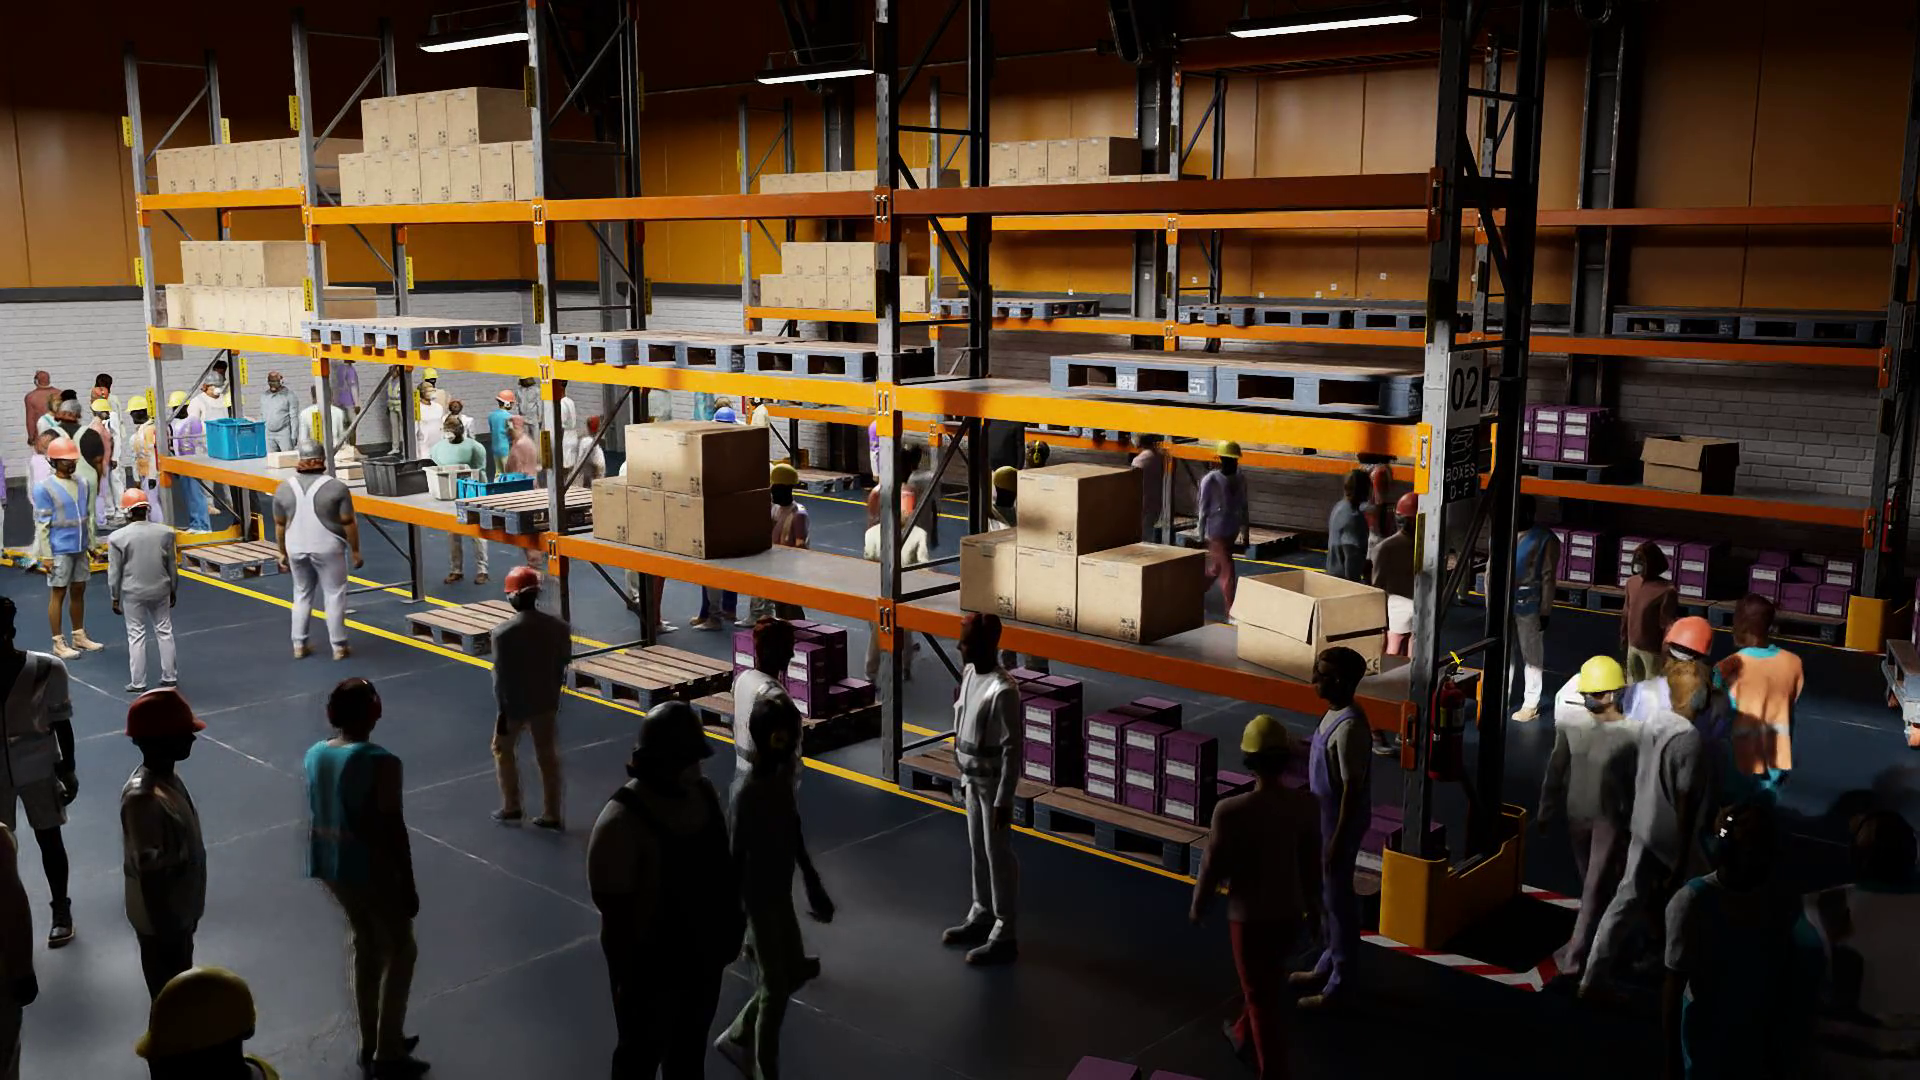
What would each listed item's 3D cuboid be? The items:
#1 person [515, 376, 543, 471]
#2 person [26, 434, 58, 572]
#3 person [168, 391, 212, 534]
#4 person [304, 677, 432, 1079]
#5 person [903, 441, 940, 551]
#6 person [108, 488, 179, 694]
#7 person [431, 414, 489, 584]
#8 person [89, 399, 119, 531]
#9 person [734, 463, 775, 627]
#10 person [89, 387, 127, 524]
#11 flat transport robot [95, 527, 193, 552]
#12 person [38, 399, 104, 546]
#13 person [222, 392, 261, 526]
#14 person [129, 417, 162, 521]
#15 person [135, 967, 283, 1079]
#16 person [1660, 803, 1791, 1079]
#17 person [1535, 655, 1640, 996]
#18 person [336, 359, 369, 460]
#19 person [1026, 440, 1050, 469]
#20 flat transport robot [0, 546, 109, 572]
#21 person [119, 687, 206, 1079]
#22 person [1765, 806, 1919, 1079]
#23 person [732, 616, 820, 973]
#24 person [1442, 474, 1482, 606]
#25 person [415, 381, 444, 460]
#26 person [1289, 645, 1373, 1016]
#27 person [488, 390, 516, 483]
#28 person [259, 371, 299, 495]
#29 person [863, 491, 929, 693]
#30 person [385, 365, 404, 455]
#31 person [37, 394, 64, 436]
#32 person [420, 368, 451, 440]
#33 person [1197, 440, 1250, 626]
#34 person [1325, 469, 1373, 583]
[{"bbox_3d":[-7.259,-2.016,27.975,0.491,1.731,0.324,2,10,13],"label":"person"},{"bbox_3d":[-10.550,-0.420,19.244,0.538,1.621,0.452,1,10,4],"label":"person"},{"bbox_3d":[-10.026,-0.977,21.579,0.591,1.918,0.394,7,12,35],"label":"person"},{"bbox_3d":[-2.728,1.543,7.614,0.608,1.813,0.434,6,12,31],"label":"person"},{"bbox_3d":[-0.405,-0.044,16.476,0.528,1.853,0.549,-8,13,-38],"label":"person"},{"bbox_3d":[-6.930,0.427,14.116,0.350,1.744,0.566,9,13,41],"label":"person"},{"bbox_3d":[-5.581,-0.448,18.580,0.642,1.926,0.397,1,10,7],"label":"person"},{"bbox_3d":[-11.414,-1.004,22.171,0.340,1.760,0.527,-5,11,-27],"label":"person"},{"bbox_3d":[-2.048,-0.089,16.574,0.408,1.908,0.646,3,11,19],"label":"person"},{"bbox_3d":[-11.597,-1.140,22.581,0.573,1.883,0.354,8,13,37],"label":"person"},{"bbox_3d":[-10.090,0.044,20.442,0.652,0.197,1.431,8,13,40],"label":"flat transport robot"},{"bbox_3d":[-10.473,-0.693,19.609,0.716,2.000,0.911,-7,12,-34],"label":"person"},{"bbox_3d":[-9.251,-0.948,21.373,0.595,1.925,0.371,2,10,12],"label":"person"},{"bbox_3d":[-10.232,-0.805,21.080,0.298,1.743,0.493,6,12,30],"label":"person"},{"bbox_3d":[-1.928,2.050,4.471,0.400,1.916,0.585,-6,12,-30],"label":"person"},{"bbox_3d":[2.742,1.819,6.003,0.501,1.839,0.346,-4,11,-19],"label":"person"},{"bbox_3d":[3.184,1.438,8.456,0.824,1.725,0.537,-7,12,-34],"label":"person"},{"bbox_3d":[-10.795,-2.441,29.484,0.379,2.045,0.605,-9,14,-42],"label":"person"},{"bbox_3d":[0.798,-0.069,16.567,0.309,1.868,0.535,1,10,6],"label":"person"},{"bbox_3d":[-10.596,0.208,19.515,1.431,0.197,0.652,7,12,34],"label":"flat transport robot"},{"bbox_3d":[-3.344,1.573,7.082,0.361,1.939,0.542,-3,11,-19],"label":"person"},{"bbox_3d":[3.204,1.842,5.899,0.633,1.826,0.449,1,10,3],"label":"person"},{"bbox_3d":[-0.980,1.322,8.652,0.355,1.887,0.573,-6,12,-30],"label":"person"},{"bbox_3d":[5.182,-0.177,17.489,0.562,1.756,0.318,1,10,3],"label":"person"},{"bbox_3d":[-7.288,-1.207,22.802,0.370,1.940,0.631,5,11,26],"label":"person"},{"bbox_3d":[1.846,1.420,8.213,0.345,1.847,0.506,1,10,5],"label":"person"},{"bbox_3d":[-6.475,-1.273,23.746,0.570,1.739,0.354,8,13,40],"label":"person"},{"bbox_3d":[-10.319,-1.608,25.198,0.642,1.900,0.400,2,10,13],"label":"person"},{"bbox_3d":[-0.559,0.421,14.294,0.588,1.704,0.602,-1,10,-7],"label":"person"},{"bbox_3d":[-10.187,-2.357,30.154,0.511,1.641,0.307,4,11,21],"label":"person"},{"bbox_3d":[-12.123,-1.052,22.283,0.464,1.821,0.505,1,10,8],"label":"person"},{"bbox_3d":[-8.053,-1.668,25.441,0.387,1.926,0.591,8,13,39],"label":"person"},{"bbox_3d":[2.615,-0.108,16.758,0.594,1.890,0.964,-8,13,-37],"label":"person"},{"bbox_3d":[3.252,0.363,13.959,0.371,1.932,0.627,1,10,3],"label":"person"}]
